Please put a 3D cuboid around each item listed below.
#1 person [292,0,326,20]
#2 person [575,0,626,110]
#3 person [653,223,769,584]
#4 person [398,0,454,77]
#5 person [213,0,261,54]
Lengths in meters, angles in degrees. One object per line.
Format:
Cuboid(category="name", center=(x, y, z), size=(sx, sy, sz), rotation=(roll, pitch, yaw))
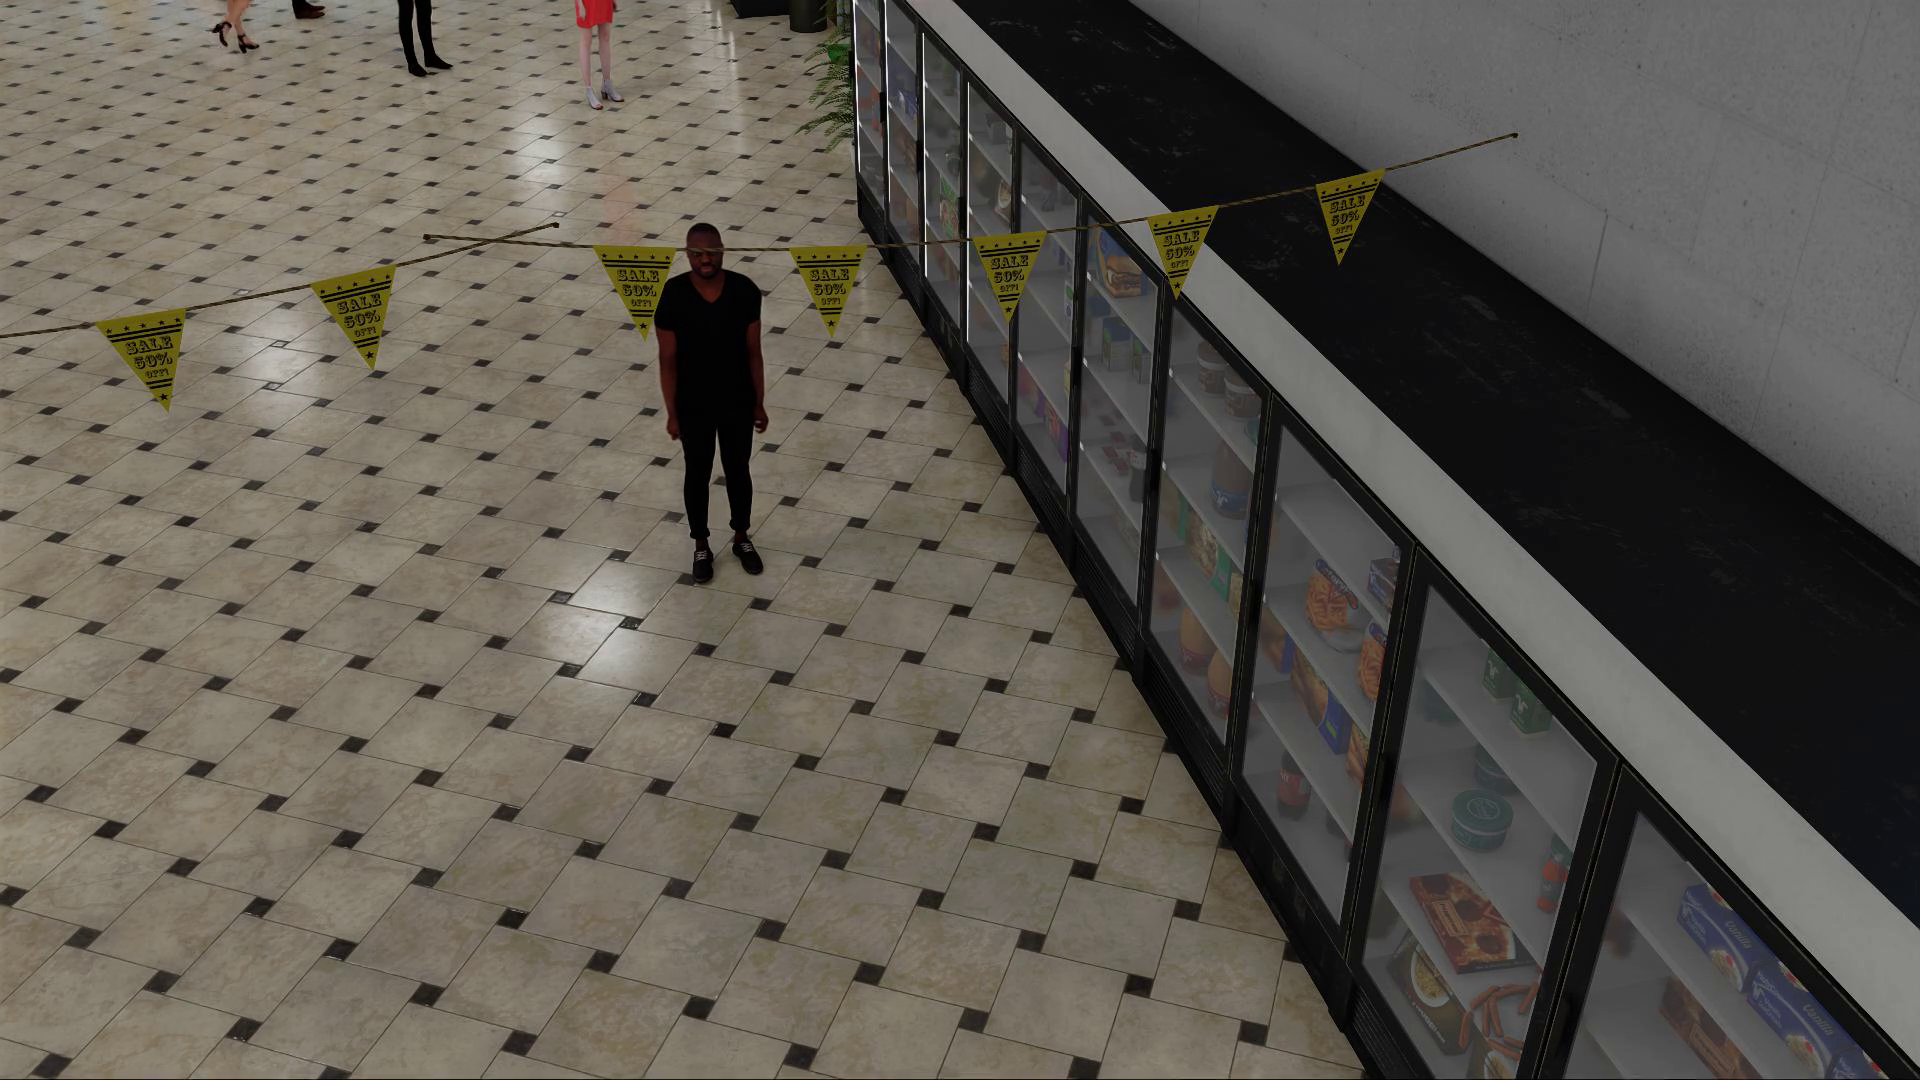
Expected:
Cuboid(category="person", center=(-6.901, -6.305, 17.123), size=(0.570, 1.753, 0.666), rotation=(-10, 33, -15))
Cuboid(category="person", center=(-3.200, -4.720, 14.505), size=(0.733, 1.827, 0.642), rotation=(22, 38, 32))
Cuboid(category="person", center=(-1.179, -0.660, 7.987), size=(0.494, 1.819, 0.726), rotation=(-9, 33, -14))
Cuboid(category="person", center=(-5.076, -5.289, 15.357), size=(0.847, 1.892, 0.768), rotation=(20, 37, 29))
Cuboid(category="person", center=(-7.012, -5.518, 15.793), size=(0.864, 1.821, 0.891), rotation=(11, 34, 17))
